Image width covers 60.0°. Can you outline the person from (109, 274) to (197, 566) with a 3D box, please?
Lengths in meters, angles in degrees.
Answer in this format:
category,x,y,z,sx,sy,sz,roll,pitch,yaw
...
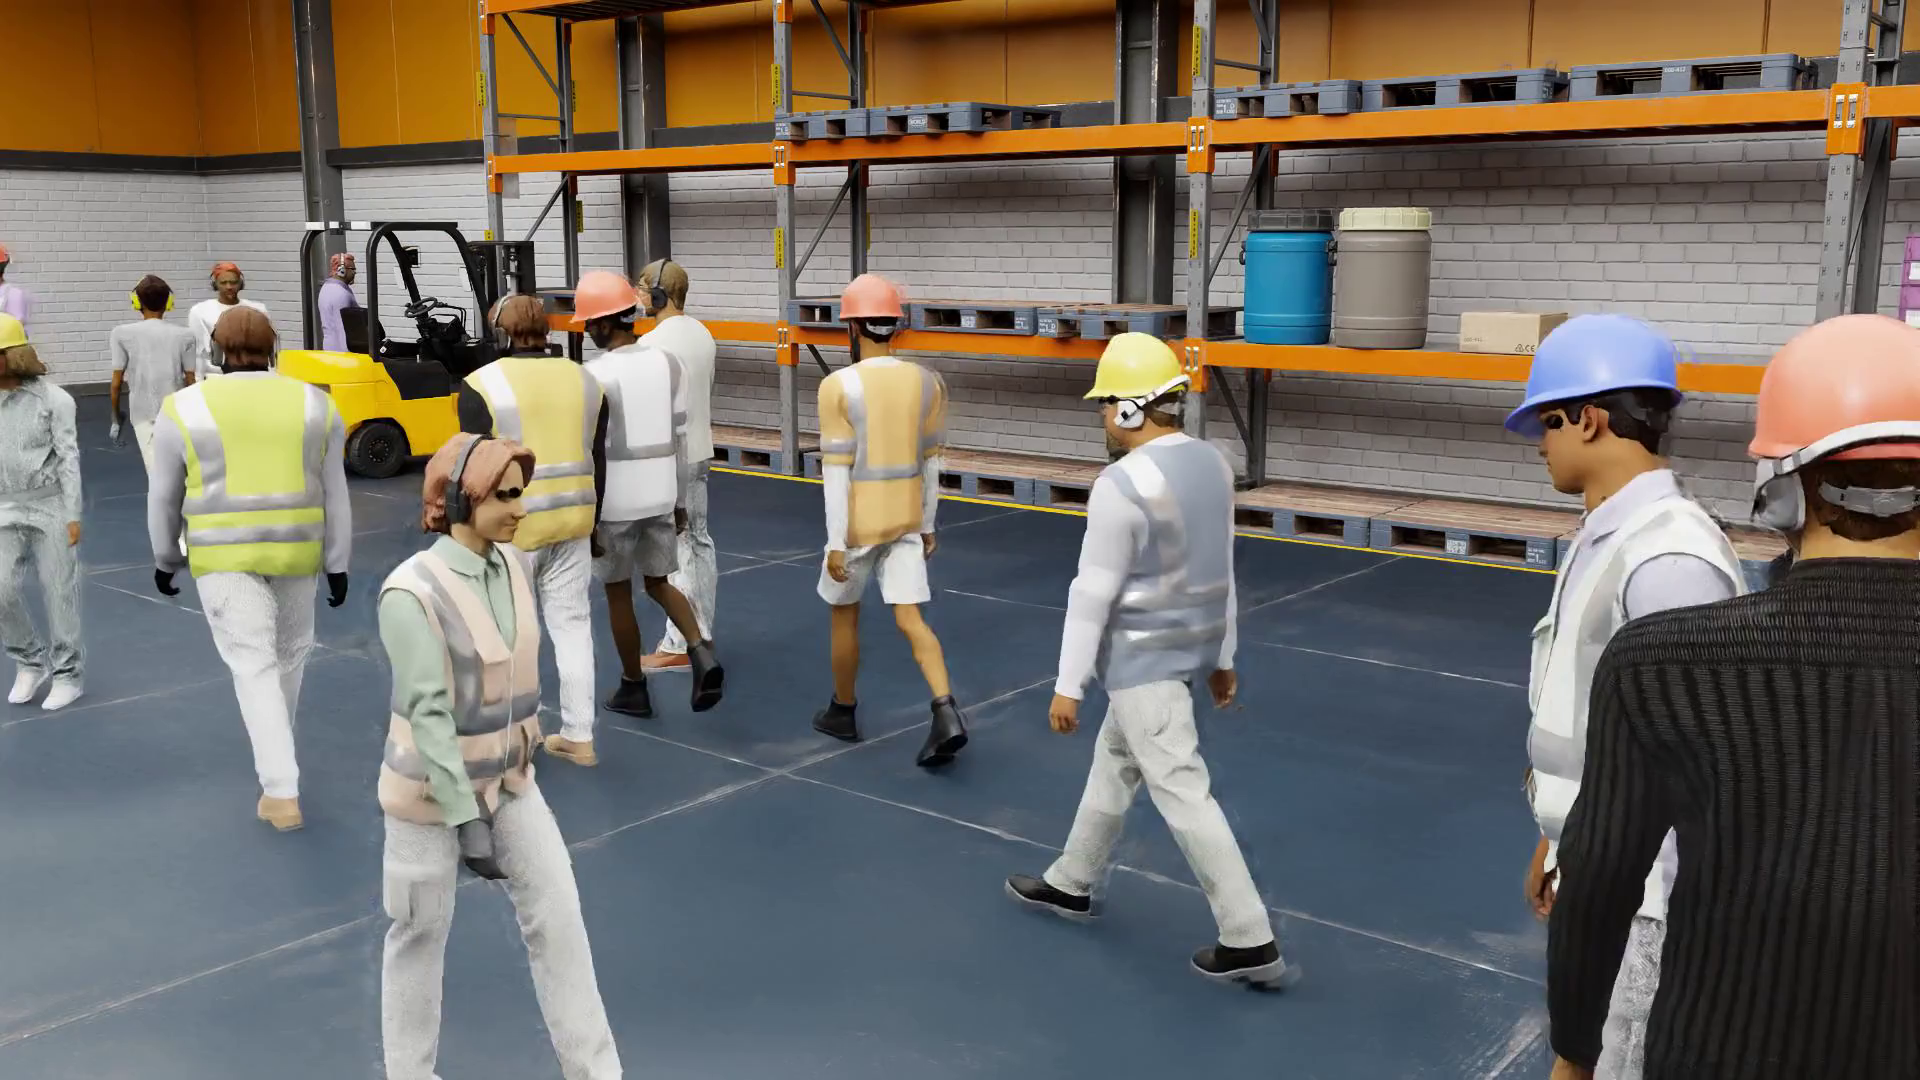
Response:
category,x,y,z,sx,sy,sz,roll,pitch,yaw
person,-5.033,-0.756,10.463,0.509,1.823,1.005,-9,14,-41

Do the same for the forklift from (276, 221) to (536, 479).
category,x,y,z,sx,sy,sz,roll,pitch,yaw
forklift,-4.922,-1.741,14.854,1.214,2.155,2.313,8,13,38

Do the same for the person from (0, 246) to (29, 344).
category,x,y,z,sx,sy,sz,roll,pitch,yaw
person,-8.017,-1.502,14.013,0.618,2.024,0.797,6,12,31

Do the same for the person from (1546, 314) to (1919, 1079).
category,x,y,z,sx,sy,sz,roll,pitch,yaw
person,1.081,0.692,2.130,0.628,1.938,1.044,2,10,12

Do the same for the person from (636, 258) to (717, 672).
category,x,y,z,sx,sy,sz,roll,pitch,yaw
person,-1.354,-0.345,7.824,0.373,1.940,0.629,2,11,14

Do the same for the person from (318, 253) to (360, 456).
category,x,y,z,sx,sy,sz,roll,pitch,yaw
person,-5.795,-1.746,15.704,0.403,1.900,0.637,-6,12,-31

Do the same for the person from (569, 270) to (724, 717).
category,x,y,z,sx,sy,sz,roll,pitch,yaw
person,-1.313,-0.157,6.888,0.620,1.906,0.556,10,14,43

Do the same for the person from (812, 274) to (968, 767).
category,x,y,z,sx,sy,sz,roll,pitch,yaw
person,-0.281,-0.076,6.453,0.556,1.904,0.940,-7,12,-33

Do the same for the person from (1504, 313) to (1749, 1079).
category,x,y,z,sx,sy,sz,roll,pitch,yaw
person,1.133,0.569,2.868,0.450,1.900,0.689,2,10,9

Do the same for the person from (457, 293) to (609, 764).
category,x,y,z,sx,sy,sz,roll,pitch,yaw
person,-1.645,-0.027,6.408,0.691,1.818,0.507,-10,14,-43

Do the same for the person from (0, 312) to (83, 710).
category,x,y,z,sx,sy,sz,roll,pitch,yaw
person,-4.006,-0.112,7.131,0.517,1.725,0.398,-1,10,-6

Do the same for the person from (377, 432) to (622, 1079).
category,x,y,z,sx,sy,sz,roll,pitch,yaw
person,-0.991,0.576,3.631,0.766,1.605,0.508,4,11,22

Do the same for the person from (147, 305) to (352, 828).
category,x,y,z,sx,sy,sz,roll,pitch,yaw
person,-2.548,0.064,5.968,0.630,1.781,0.984,-8,13,-36

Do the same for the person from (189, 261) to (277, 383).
category,x,y,z,sx,sy,sz,roll,pitch,yaw
person,-5.497,-1.178,12.668,0.573,1.861,0.665,-9,13,-40

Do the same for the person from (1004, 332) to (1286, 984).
category,x,y,z,sx,sy,sz,roll,pitch,yaw
person,0.534,0.317,4.625,0.966,1.777,0.603,7,12,34
